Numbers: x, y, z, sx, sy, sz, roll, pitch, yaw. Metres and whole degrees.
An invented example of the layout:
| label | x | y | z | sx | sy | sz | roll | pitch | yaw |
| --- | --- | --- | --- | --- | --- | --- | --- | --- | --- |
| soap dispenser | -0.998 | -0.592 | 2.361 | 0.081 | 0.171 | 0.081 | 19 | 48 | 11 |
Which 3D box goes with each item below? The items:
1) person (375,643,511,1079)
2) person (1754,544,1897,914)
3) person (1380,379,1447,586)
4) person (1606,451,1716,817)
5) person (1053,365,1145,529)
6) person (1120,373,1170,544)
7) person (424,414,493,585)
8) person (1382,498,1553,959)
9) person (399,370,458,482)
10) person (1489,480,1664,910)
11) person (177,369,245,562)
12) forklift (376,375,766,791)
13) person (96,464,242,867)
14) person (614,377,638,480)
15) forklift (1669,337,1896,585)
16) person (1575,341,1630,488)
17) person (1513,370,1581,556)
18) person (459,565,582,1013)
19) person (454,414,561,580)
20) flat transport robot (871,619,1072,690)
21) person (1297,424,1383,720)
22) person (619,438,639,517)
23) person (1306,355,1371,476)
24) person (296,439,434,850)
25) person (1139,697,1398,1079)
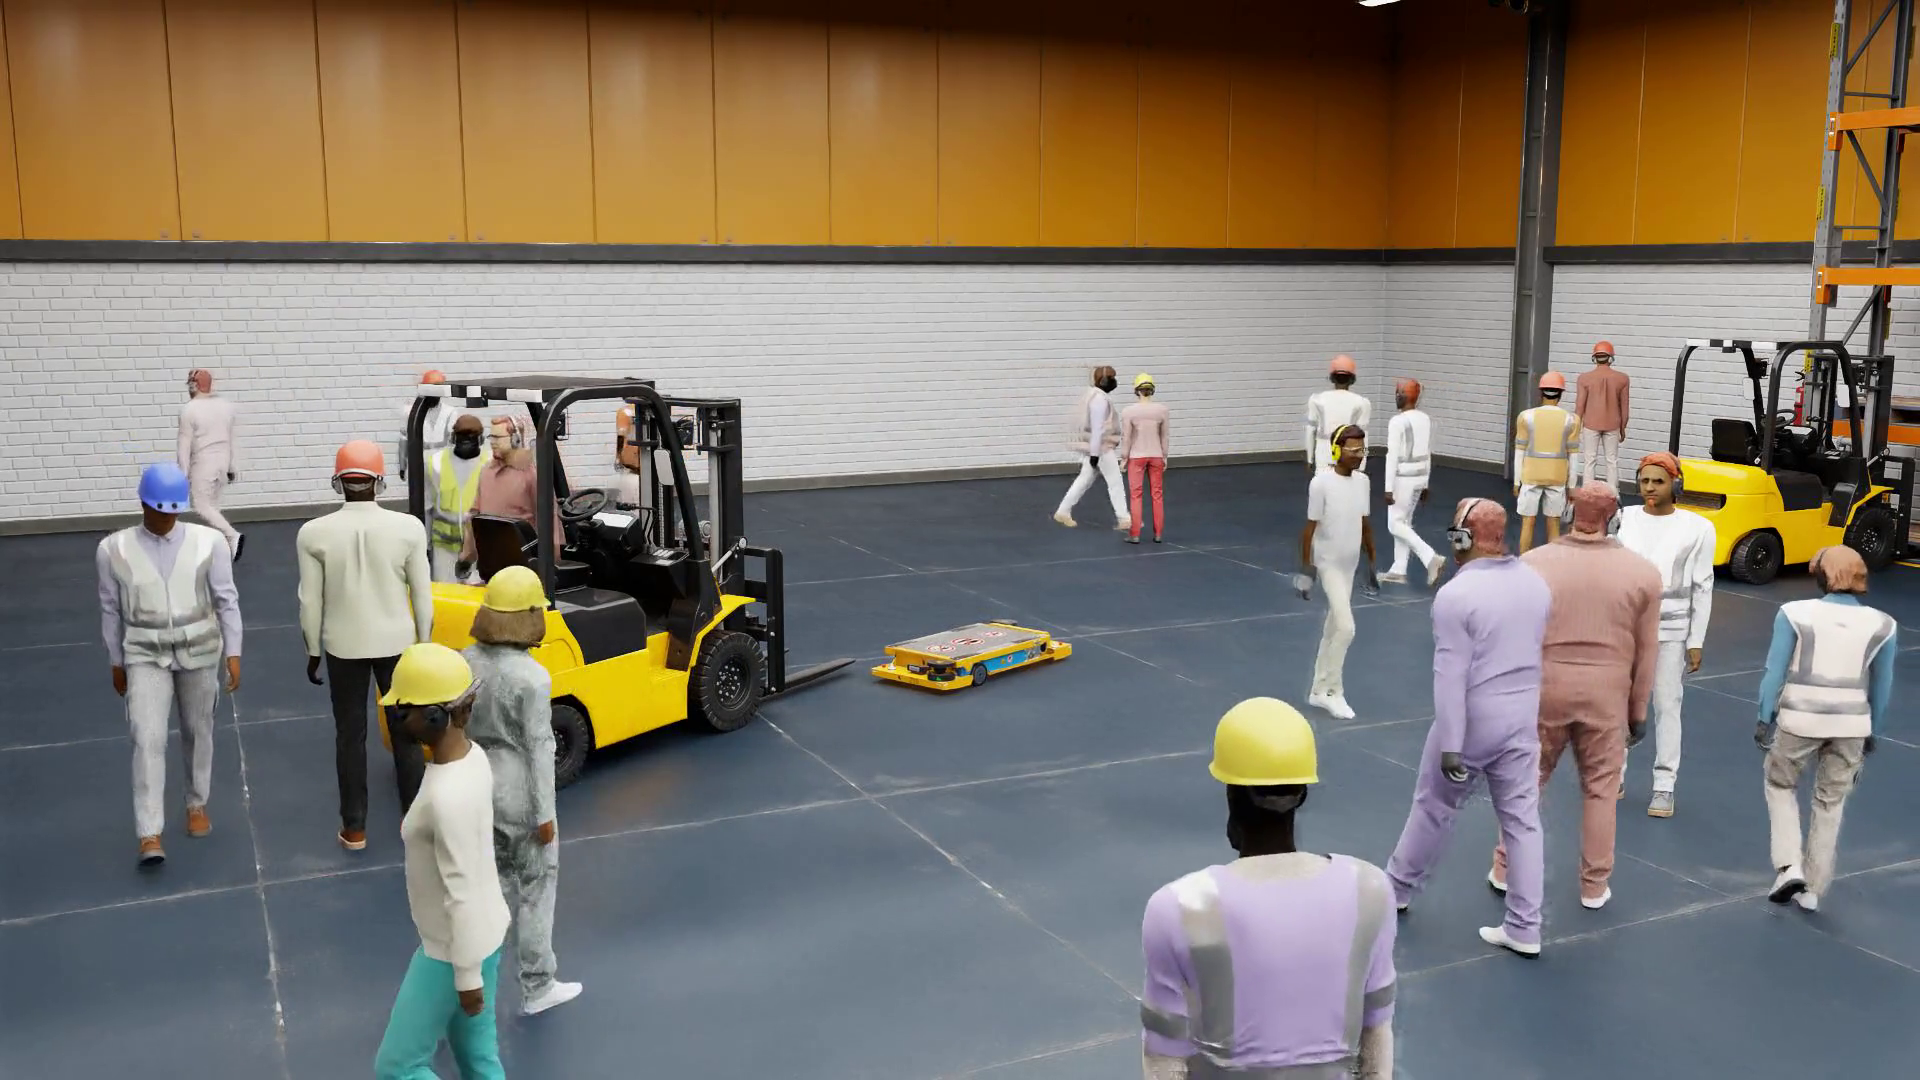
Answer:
| label | x | y | z | sx | sy | sz | roll | pitch | yaw |
| --- | --- | --- | --- | --- | --- | --- | --- | --- | --- |
| person | -1.488 | 1.156 | 4.805 | 0.385 | 1.756 | 0.531 | -1 | 9 | -6 |
| person | 3.750 | 0.830 | 7.243 | 0.545 | 1.608 | 0.403 | 2 | 9 | 11 |
| person | 4.020 | -0.492 | 14.718 | 0.580 | 1.866 | 0.714 | -8 | 12 | -40 |
| person | 3.558 | 0.480 | 8.597 | 0.574 | 1.883 | 0.355 | 7 | 11 | 36 |
| person | 1.485 | -1.004 | 18.091 | 0.980 | 1.800 | 0.637 | 0 | 9 | -1 |
| person | 1.895 | -0.832 | 17.123 | 0.523 | 1.760 | 0.325 | -2 | 9 | -12 |
| person | -3.462 | 0.011 | 11.711 | 0.645 | 1.822 | 0.627 | -1 | 9 | -7 |
| person | 2.116 | 0.749 | 6.987 | 0.639 | 1.856 | 0.949 | -5 | 10 | -26 |
| person | -5.217 | -0.754 | 16.379 | 0.548 | 1.849 | 1.077 | -7 | 11 | -36 |
| person | 2.702 | 0.684 | 7.372 | 0.734 | 1.894 | 0.404 | 3 | 10 | 19 |
| person | -7.174 | -0.700 | 15.928 | 0.780 | 1.883 | 0.650 | 4 | 10 | 21 |
| forklift | -2.268 | 0.149 | 9.685 | 1.214 | 2.155 | 2.313 | 6 | 11 | 32 |
| person | -3.748 | 0.582 | 7.937 | 0.600 | 1.886 | 0.938 | -5 | 10 | -27 |
| person | -3.508 | -0.911 | 17.858 | 0.566 | 1.692 | 0.557 | 4 | 10 | 24 |
| forklift | 7.551 | -0.789 | 15.507 | 2.313 | 2.155 | 1.214 | -4 | 10 | -25 |
| person | 7.500 | -1.327 | 19.475 | 0.610 | 1.989 | 0.391 | 2 | 9 | 9 |
| person | 5.219 | -0.545 | 14.838 | 0.544 | 1.928 | 0.379 | 2 | 9 | 14 |
| person | -1.704 | 0.953 | 6.135 | 0.500 | 1.725 | 0.561 | 6 | 11 | 31 |
| person | -2.987 | 0.137 | 10.725 | 0.649 | 1.877 | 0.839 | 8 | 12 | 42 |
| flat transport robot | 0.101 | 0.789 | 11.661 | 0.652 | 0.197 | 1.431 | 8 | 12 | 40 |
| person | 2.441 | 0.198 | 10.445 | 0.543 | 1.848 | 0.627 | -7 | 12 | -37 |
| person | -2.346 | 0.058 | 12.019 | 0.468 | 1.618 | 0.506 | -4 | 10 | -23 |
| person | 3.676 | -0.802 | 16.223 | 0.612 | 2.003 | 1.059 | 3 | 10 | 17 |
| person | -2.876 | 0.505 | 8.091 | 0.612 | 1.994 | 0.395 | -3 | 10 | -19 |
| person | 0.674 | 1.286 | 3.556 | 0.592 | 1.901 | 0.773 | -2 | 9 | -14 |
